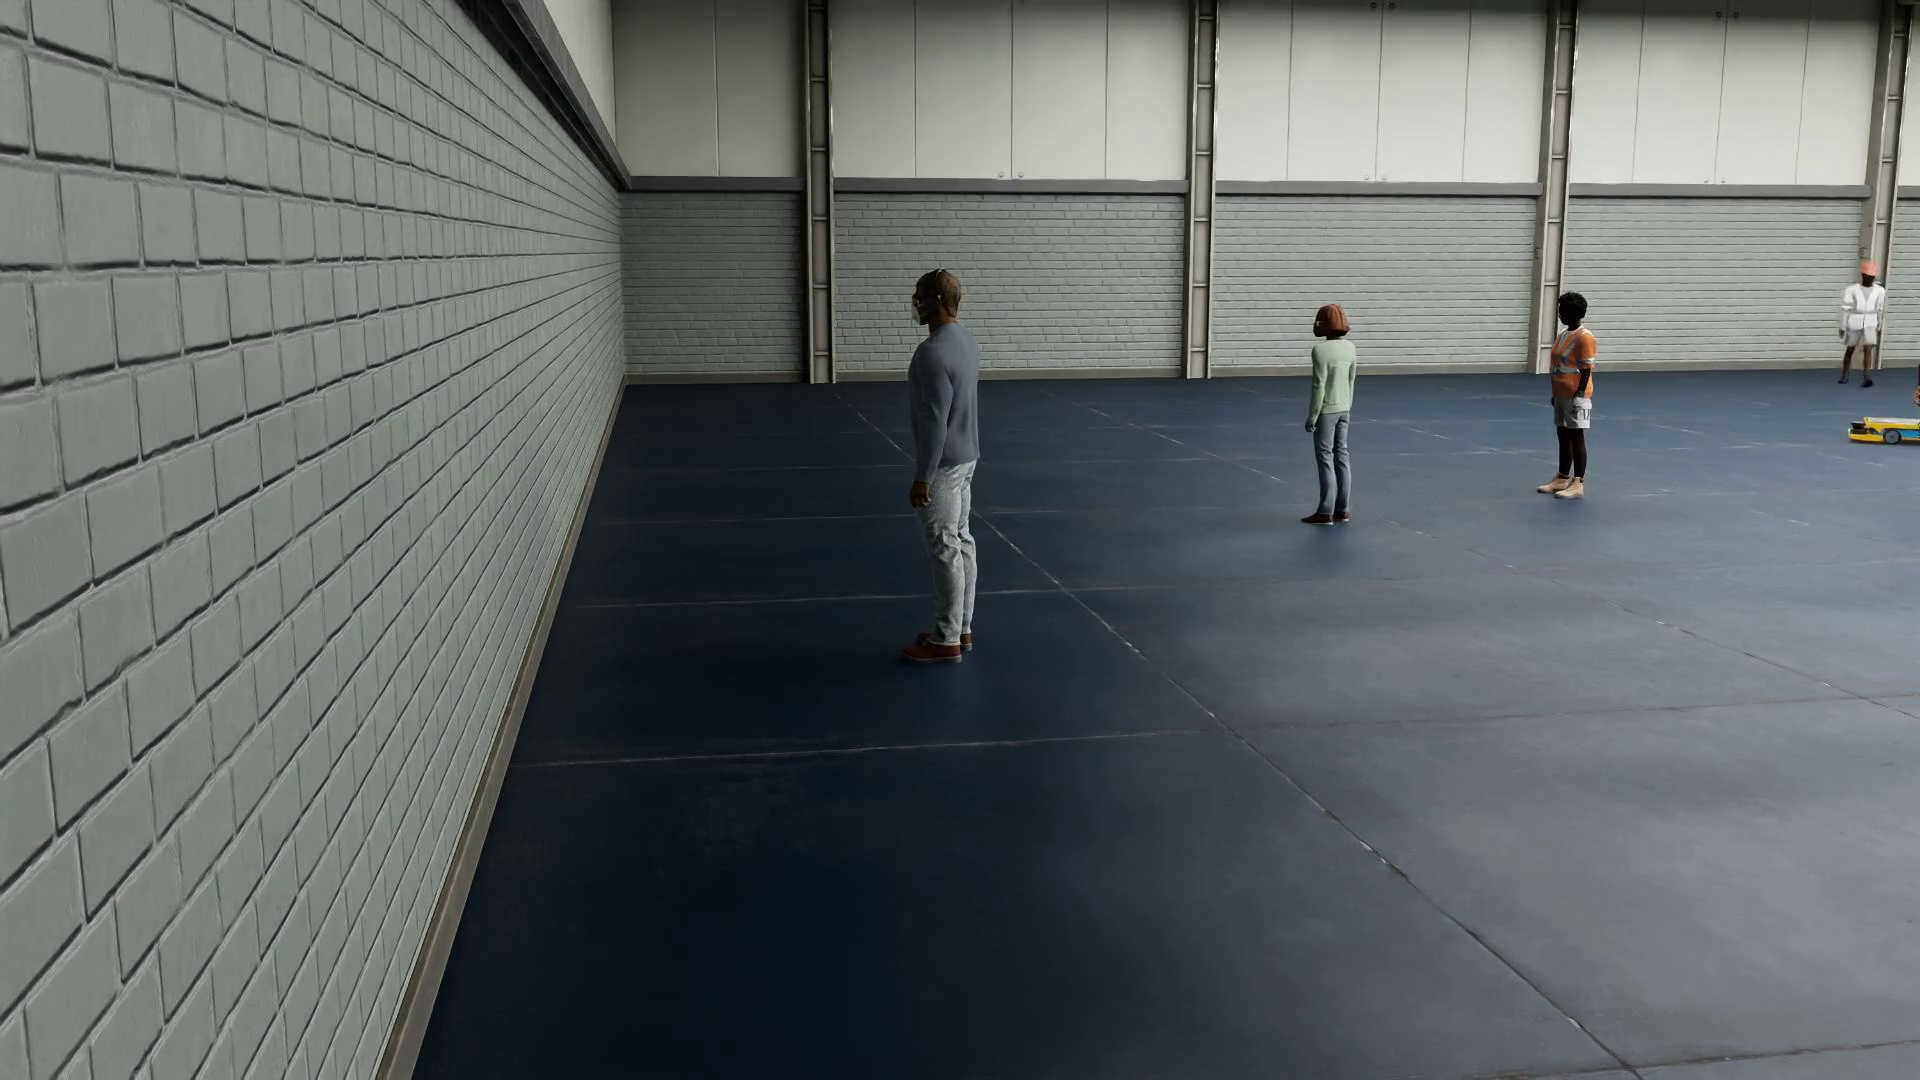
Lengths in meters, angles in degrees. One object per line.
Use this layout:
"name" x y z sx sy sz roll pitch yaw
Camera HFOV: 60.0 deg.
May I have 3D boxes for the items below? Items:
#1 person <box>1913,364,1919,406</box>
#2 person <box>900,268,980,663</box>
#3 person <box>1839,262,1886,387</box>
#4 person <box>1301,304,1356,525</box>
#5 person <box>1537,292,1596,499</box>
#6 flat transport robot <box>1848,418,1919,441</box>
"person" 7.913 -1.213 13.120 1.032 1.939 0.618 -9 13 -41
"person" -0.096 -0.360 8.209 0.372 1.940 0.632 3 10 15
"person" 13.570 -3.236 25.032 0.561 1.861 1.124 4 11 21
"person" 2.746 -0.929 12.361 0.508 1.632 0.264 -9 14 -43
"person" 5.014 -1.187 13.679 0.320 1.692 0.531 -1 10 -4
"flat transport robot" 10.198 -1.151 17.556 1.431 0.197 0.652 5 11 26
